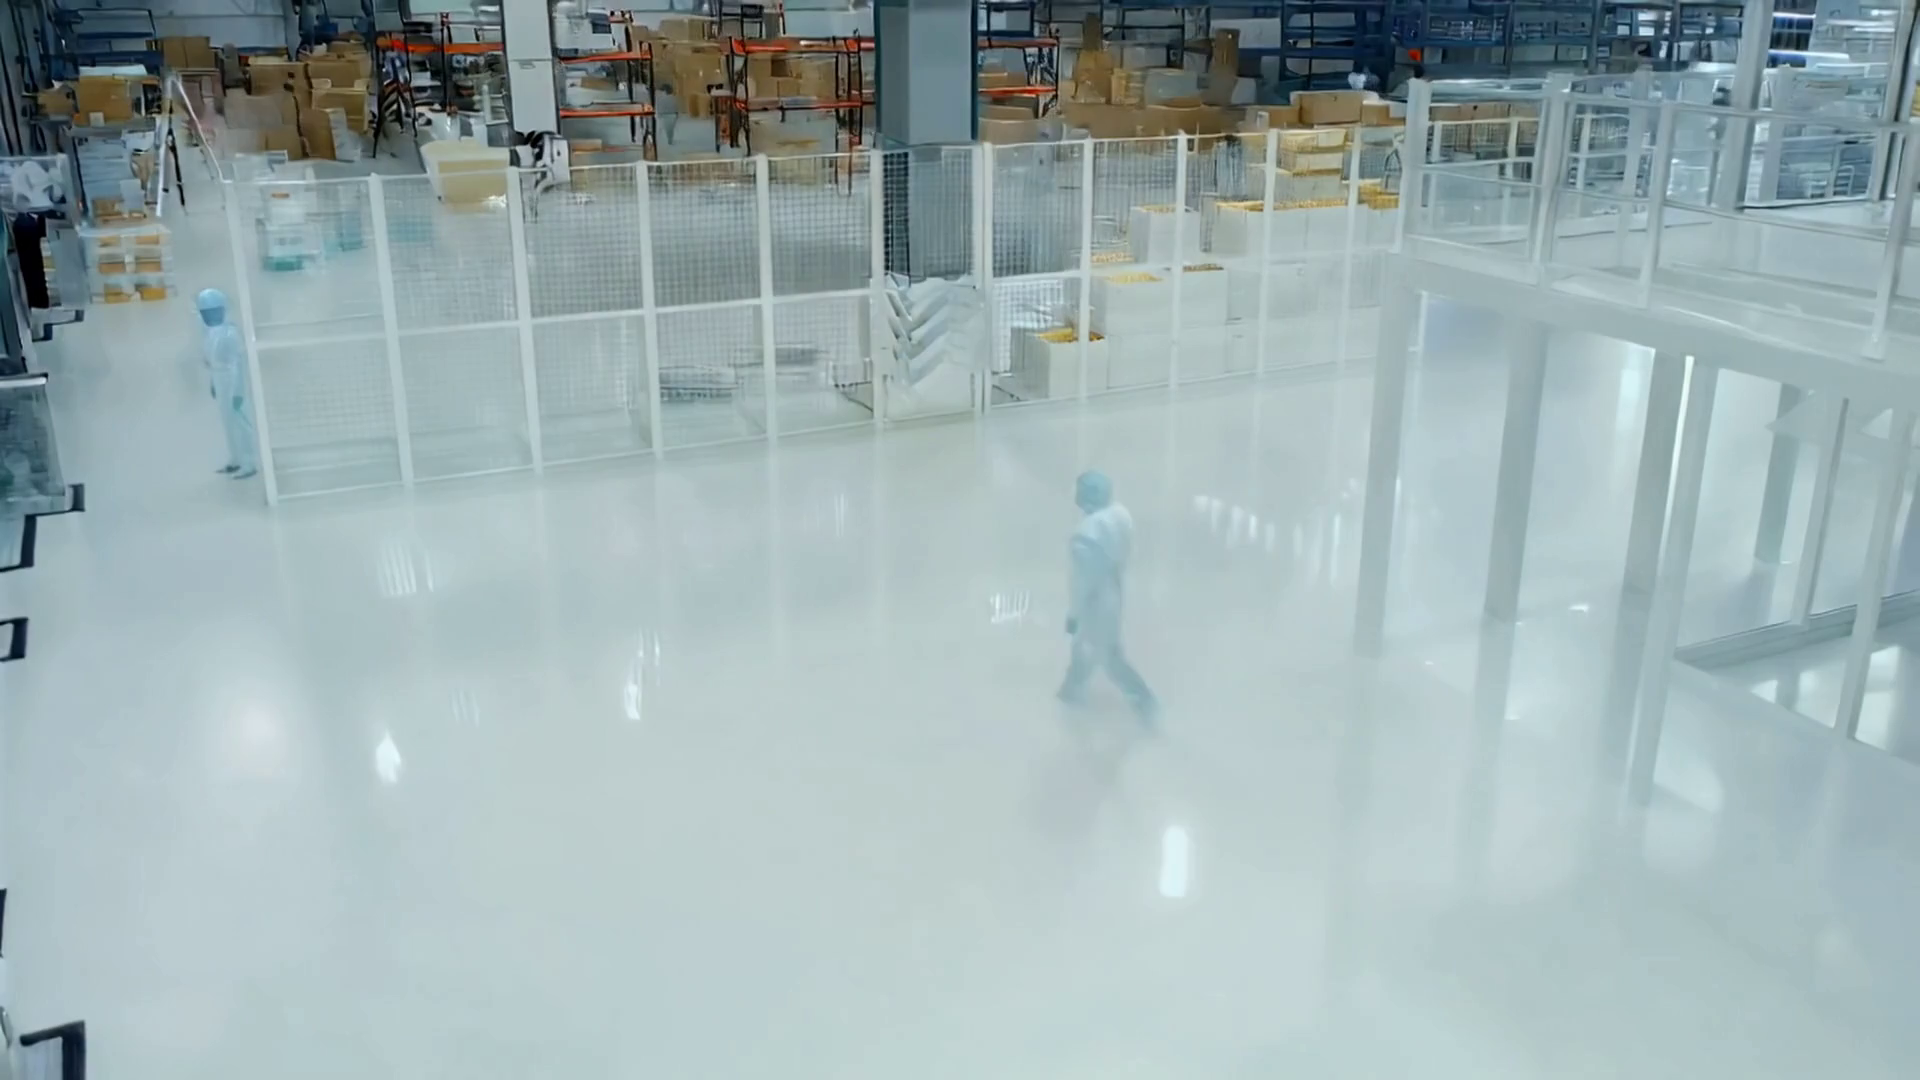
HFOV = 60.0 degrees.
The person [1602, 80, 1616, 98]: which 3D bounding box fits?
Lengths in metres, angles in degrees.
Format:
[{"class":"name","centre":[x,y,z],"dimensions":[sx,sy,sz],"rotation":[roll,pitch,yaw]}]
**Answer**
[{"class":"person","centre":[18.798,-12.521,48.366],"dimensions":[0.367,1.959,0.601],"rotation":[-2,19,-5]}]

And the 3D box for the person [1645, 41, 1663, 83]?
[{"class":"person","centre":[30.805,-21.364,73.954],"dimensions":[1.069,1.984,0.635],"rotation":[18,26,42]}]

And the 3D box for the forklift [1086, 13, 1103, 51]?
[{"class":"forklift","centre":[6.345,-23.488,78.758],"dimensions":[1.873,2.768,1.129],"rotation":[-9,21,-25]}]

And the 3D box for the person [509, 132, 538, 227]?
[{"class":"person","centre":[-8.633,-7.115,32.863],"dimensions":[0.430,1.845,0.619],"rotation":[17,25,40]}]

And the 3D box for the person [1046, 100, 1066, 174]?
[{"class":"person","centre":[2.324,-9.854,40.835],"dimensions":[0.584,1.830,0.805],"rotation":[6,20,16]}]

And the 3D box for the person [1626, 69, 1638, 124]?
[{"class":"person","centre":[22.132,-14.579,54.633],"dimensions":[0.348,1.759,0.526],"rotation":[7,20,20]}]

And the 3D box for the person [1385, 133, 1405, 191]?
[{"class":"person","centre":[8.324,-6.747,31.647],"dimensions":[0.544,1.942,0.347],"rotation":[-9,21,-24]}]

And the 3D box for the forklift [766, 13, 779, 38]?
[{"class":"forklift","centre":[-8.831,-23.484,78.745],"dimensions":[1.873,2.768,1.129],"rotation":[-9,21,-25]}]

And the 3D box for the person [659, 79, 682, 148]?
[{"class":"person","centre":[-8.186,-12.123,47.297],"dimensions":[0.617,1.888,0.899],"rotation":[-12,22,-31]}]

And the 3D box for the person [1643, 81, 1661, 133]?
[{"class":"person","centre":[20.410,-12.664,49.100],"dimensions":[0.527,1.742,0.725],"rotation":[3,19,9]}]

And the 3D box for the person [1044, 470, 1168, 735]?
[{"class":"person","centre":[1.007,0.415,11.115],"dimensions":[0.914,1.804,0.626],"rotation":[9,21,24]}]

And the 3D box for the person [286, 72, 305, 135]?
[{"class":"person","centre":[-20.352,-13.228,50.511],"dimensions":[0.967,1.899,0.556],"rotation":[-10,21,-26]}]

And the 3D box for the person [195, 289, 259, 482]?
[{"class":"person","centre":[-7.323,-1.548,16.596],"dimensions":[0.587,1.927,0.364],"rotation":[15,24,37]}]

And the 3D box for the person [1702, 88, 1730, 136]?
[{"class":"person","centre":[19.461,-10.616,42.821],"dimensions":[0.623,1.974,0.566],"rotation":[3,19,10]}]

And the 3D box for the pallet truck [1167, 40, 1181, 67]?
[{"class":"pallet truck","centre":[9.045,-19.971,69.895],"dimensions":[0.823,1.965,1.885],"rotation":[-3,19,-8]}]

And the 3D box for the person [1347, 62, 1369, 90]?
[{"class":"person","centre":[12.844,-14.439,53.795],"dimensions":[0.696,2.000,0.653],"rotation":[0,19,-1]}]

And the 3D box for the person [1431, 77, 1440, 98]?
[{"class":"person","centre":[14.021,-12.729,49.124],"dimensions":[0.554,1.849,0.645],"rotation":[-17,25,-41]}]

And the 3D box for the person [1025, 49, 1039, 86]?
[{"class":"person","centre":[3.062,-20.402,71.268],"dimensions":[0.594,1.915,0.373],"rotation":[0,19,1]}]

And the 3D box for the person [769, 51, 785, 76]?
[{"class":"person","centre":[-7.074,-17.793,63.731],"dimensions":[0.639,1.900,0.943],"rotation":[-7,20,-20]}]

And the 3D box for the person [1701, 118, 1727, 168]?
[{"class":"person","centre":[16.053,-8.100,35.641],"dimensions":[0.543,1.902,0.964],"rotation":[-15,24,-37]}]

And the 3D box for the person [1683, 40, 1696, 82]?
[{"class":"person","centre":[31.934,-20.843,72.607],"dimensions":[0.709,1.886,0.646],"rotation":[5,20,13]}]

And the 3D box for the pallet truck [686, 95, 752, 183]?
[{"class":"pallet truck","centre":[-5.836,-9.608,39.856],"dimensions":[0.823,1.965,1.885],"rotation":[10,22,27]}]

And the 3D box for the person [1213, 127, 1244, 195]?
[{"class":"person","centre":[5.291,-7.144,32.801],"dimensions":[0.634,1.939,0.367],"rotation":[12,23,32]}]

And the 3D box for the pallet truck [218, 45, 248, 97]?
[{"class":"pallet truck","centre":[-28.879,-18.665,66.111],"dimensions":[0.823,1.965,1.885],"rotation":[-3,19,-9]}]

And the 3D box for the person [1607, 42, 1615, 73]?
[{"class":"person","centre":[30.405,-22.749,78.118],"dimensions":[1.011,1.874,0.655],"rotation":[0,19,1]}]

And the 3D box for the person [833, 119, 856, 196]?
[{"class":"person","centre":[-2.596,-8.600,37.402],"dimensions":[0.533,1.690,0.321],"rotation":[4,20,13]}]

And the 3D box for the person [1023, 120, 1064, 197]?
[{"class":"person","centre":[1.841,-8.521,37.170],"dimensions":[0.932,1.696,0.487],"rotation":[-6,20,-18]}]

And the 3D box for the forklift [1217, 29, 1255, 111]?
[{"class":"forklift","centre":[9.513,-16.743,59.205],"dimensions":[1.873,2.768,1.129],"rotation":[-9,21,-25]}]

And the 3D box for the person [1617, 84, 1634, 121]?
[{"class":"person","centre":[19.568,-12.607,49.038],"dimensions":[0.598,1.659,0.566],"rotation":[0,19,0]}]

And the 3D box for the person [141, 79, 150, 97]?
[{"class":"person","centre":[-25.078,-13.434,51.504],"dimensions":[0.523,1.631,0.323],"rotation":[9,21,25]}]

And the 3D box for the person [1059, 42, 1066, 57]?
[{"class":"person","centre":[4.657,-22.350,77.397],"dimensions":[0.524,1.596,0.835],"rotation":[8,21,22]}]

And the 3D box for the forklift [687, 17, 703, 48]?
[{"class":"forklift","centre":[-11.460,-21.235,72.226],"dimensions":[1.873,2.768,1.129],"rotation":[-9,21,-25]}]

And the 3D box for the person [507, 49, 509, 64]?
[{"class":"person","centre":[-18.667,-19.680,69.162],"dimensions":[0.427,1.921,0.641],"rotation":[-5,20,-13]}]

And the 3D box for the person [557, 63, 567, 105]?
[{"class":"person","centre":[-14.220,-16.322,59.492],"dimensions":[0.354,1.882,0.587],"rotation":[-6,20,-18]}]
